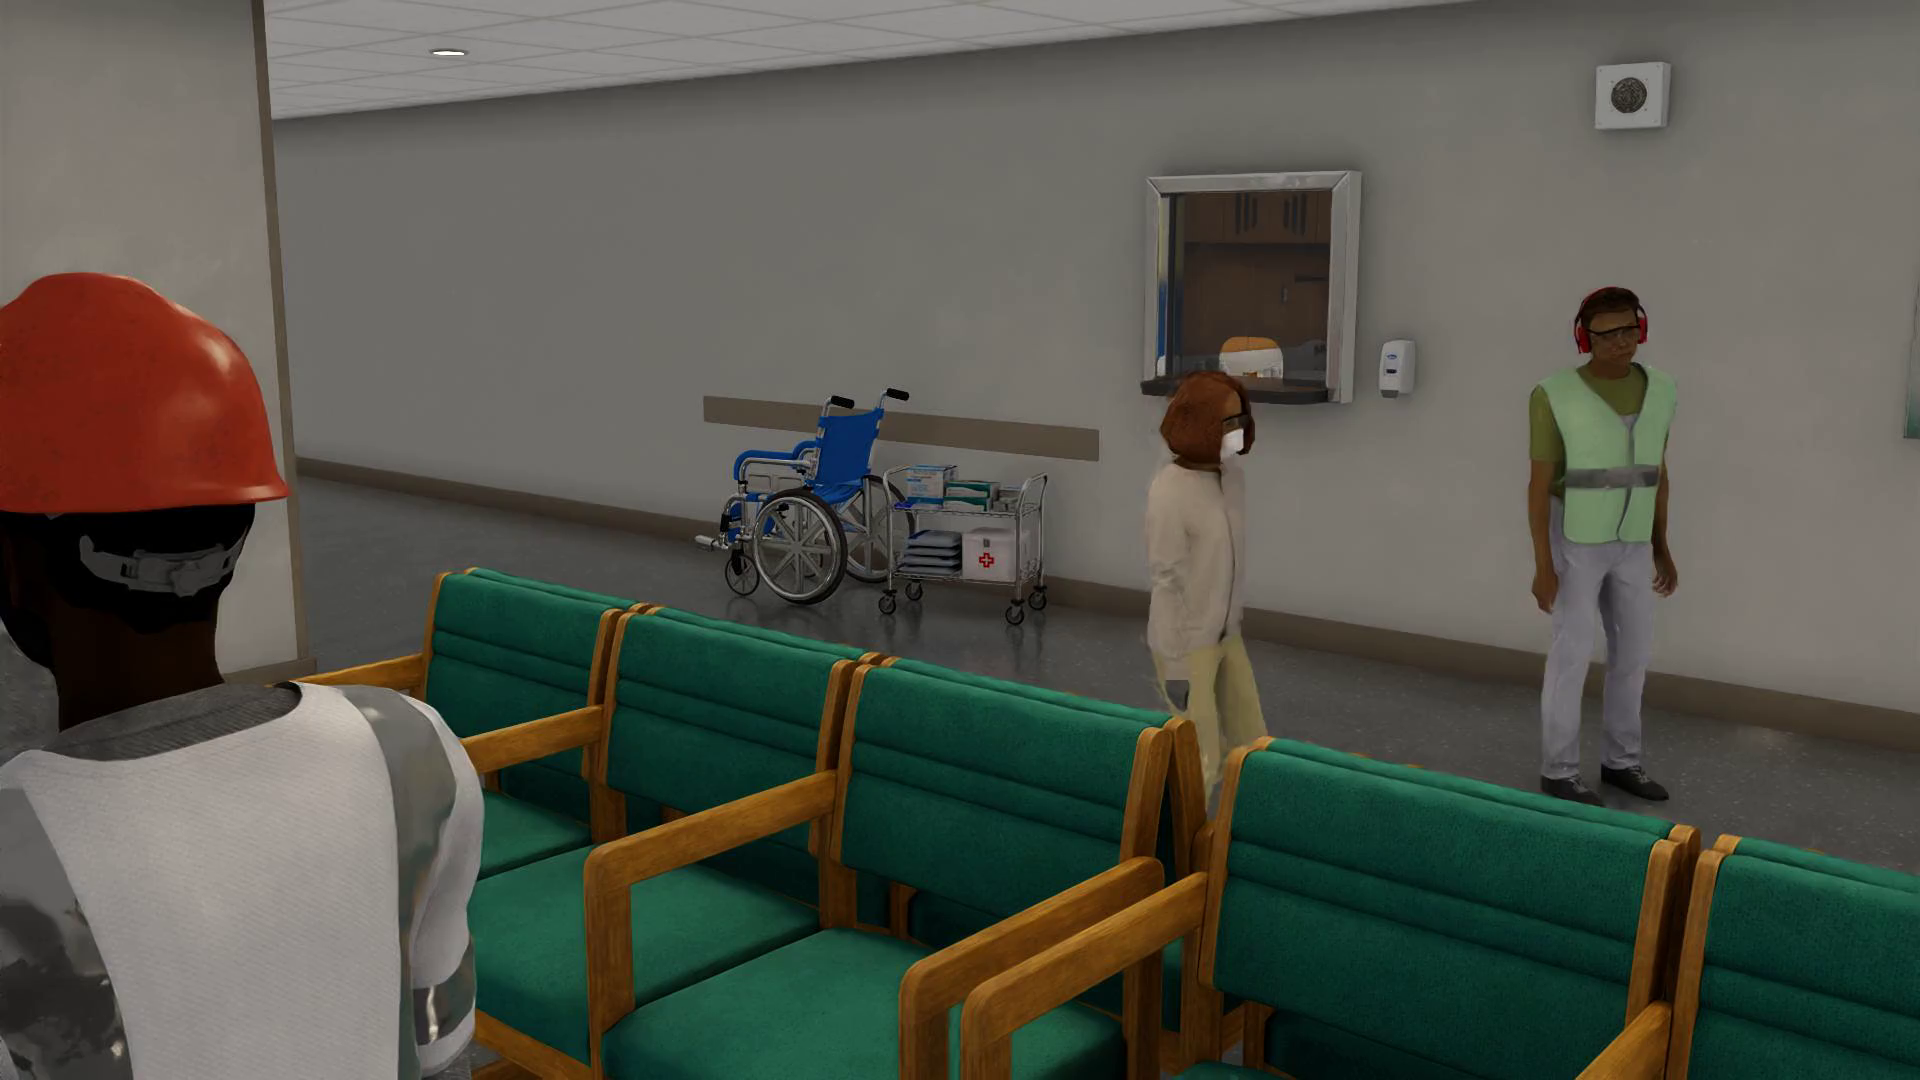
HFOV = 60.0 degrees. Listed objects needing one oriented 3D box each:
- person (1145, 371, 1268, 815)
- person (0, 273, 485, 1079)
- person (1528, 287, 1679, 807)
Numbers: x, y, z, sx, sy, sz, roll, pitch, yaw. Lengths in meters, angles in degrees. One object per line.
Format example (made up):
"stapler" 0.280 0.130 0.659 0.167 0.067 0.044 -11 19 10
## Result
"person" 0.682 0.313 4.838 0.401 1.613 0.523 7 12 36
"person" -0.650 0.754 1.419 0.358 1.938 0.542 6 12 30
"person" 2.250 0.028 5.861 0.598 1.836 0.398 -3 11 -19
